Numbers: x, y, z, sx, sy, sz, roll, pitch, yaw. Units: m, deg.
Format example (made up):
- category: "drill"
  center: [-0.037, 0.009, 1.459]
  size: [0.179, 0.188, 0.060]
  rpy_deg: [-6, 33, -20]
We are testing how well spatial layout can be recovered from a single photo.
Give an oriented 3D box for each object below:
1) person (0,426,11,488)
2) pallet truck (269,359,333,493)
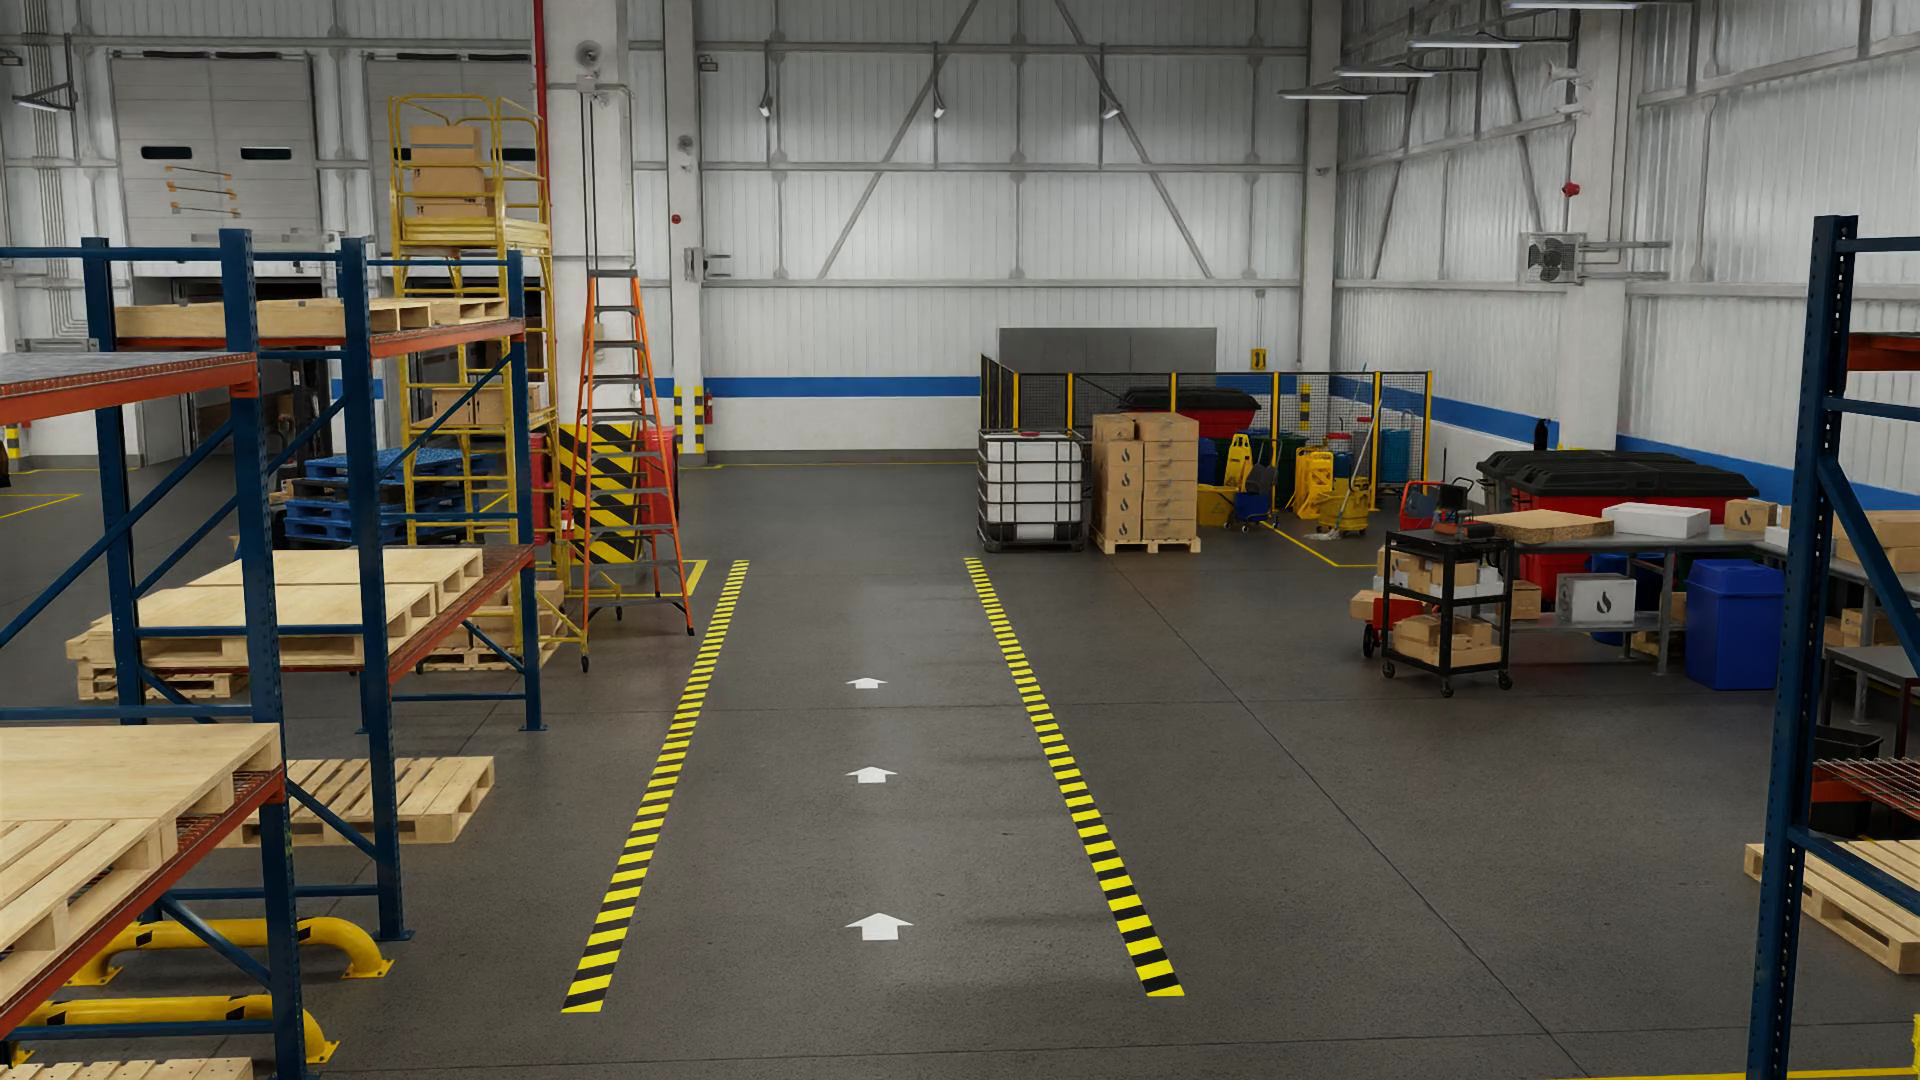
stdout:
- category: "person"
  center: [-13.156, -1.663, 22.560]
  size: [0.389, 1.930, 0.544]
  rpy_deg: [-8, 12, -41]
- category: "pallet truck"
  center: [-7.062, -1.131, 18.996]
  size: [1.885, 1.965, 0.823]
  rpy_deg: [2, 9, 13]
